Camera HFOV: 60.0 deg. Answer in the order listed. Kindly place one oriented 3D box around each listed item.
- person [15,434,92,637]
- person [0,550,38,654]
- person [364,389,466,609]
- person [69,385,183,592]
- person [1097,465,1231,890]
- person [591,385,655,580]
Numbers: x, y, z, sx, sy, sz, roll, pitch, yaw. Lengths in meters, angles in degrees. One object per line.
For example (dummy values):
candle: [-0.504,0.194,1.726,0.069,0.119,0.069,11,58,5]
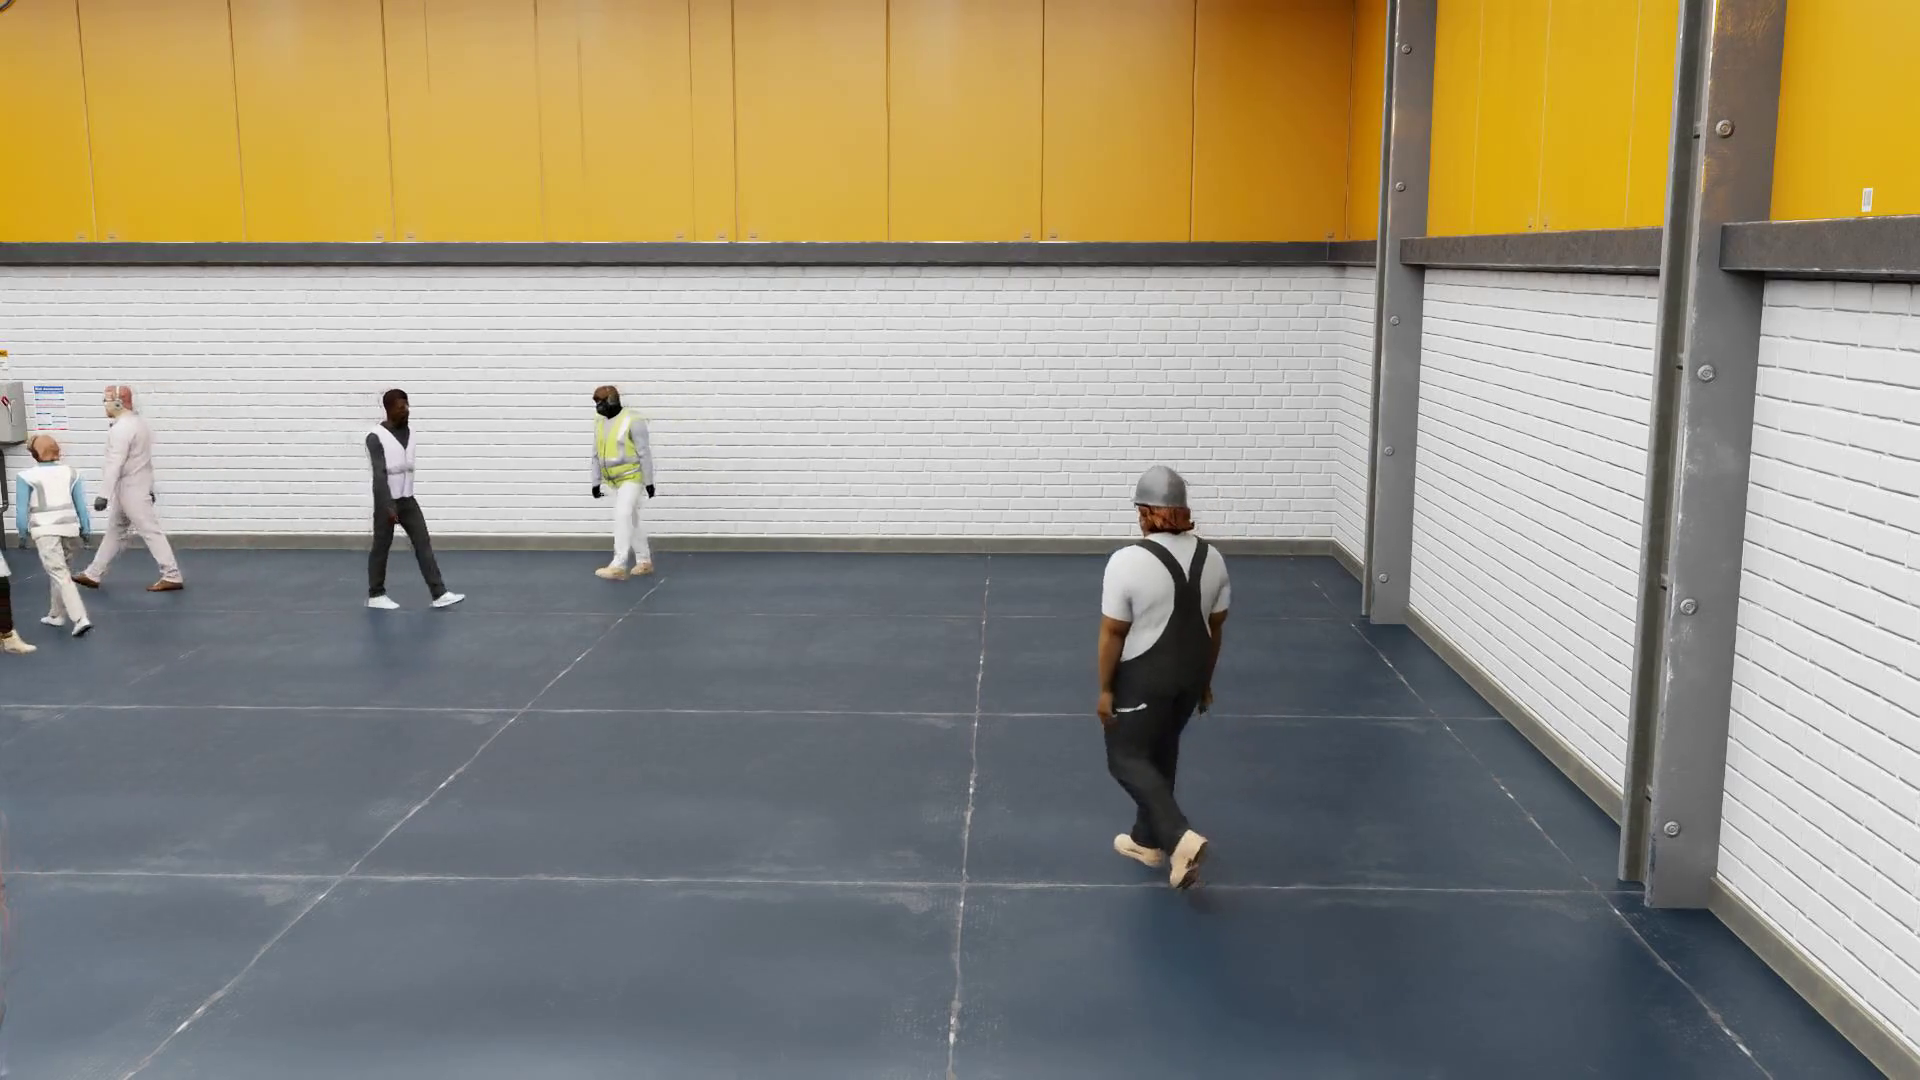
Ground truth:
person: [-7.148,-0.044,13.200,0.847,1.595,0.512,5,11,29]
person: [-7.416,0.058,12.393,0.785,1.672,0.537,0,10,-1]
person: [-4.663,-0.322,14.008,0.953,1.878,0.599,4,10,22]
person: [-7.467,-0.441,14.760,1.022,1.850,0.657,-3,10,-16]
person: [0.975,0.635,7.919,0.689,2.000,0.770,-6,11,-32]
person: [-3.192,-0.533,15.478,0.654,1.800,0.775,8,13,41]
